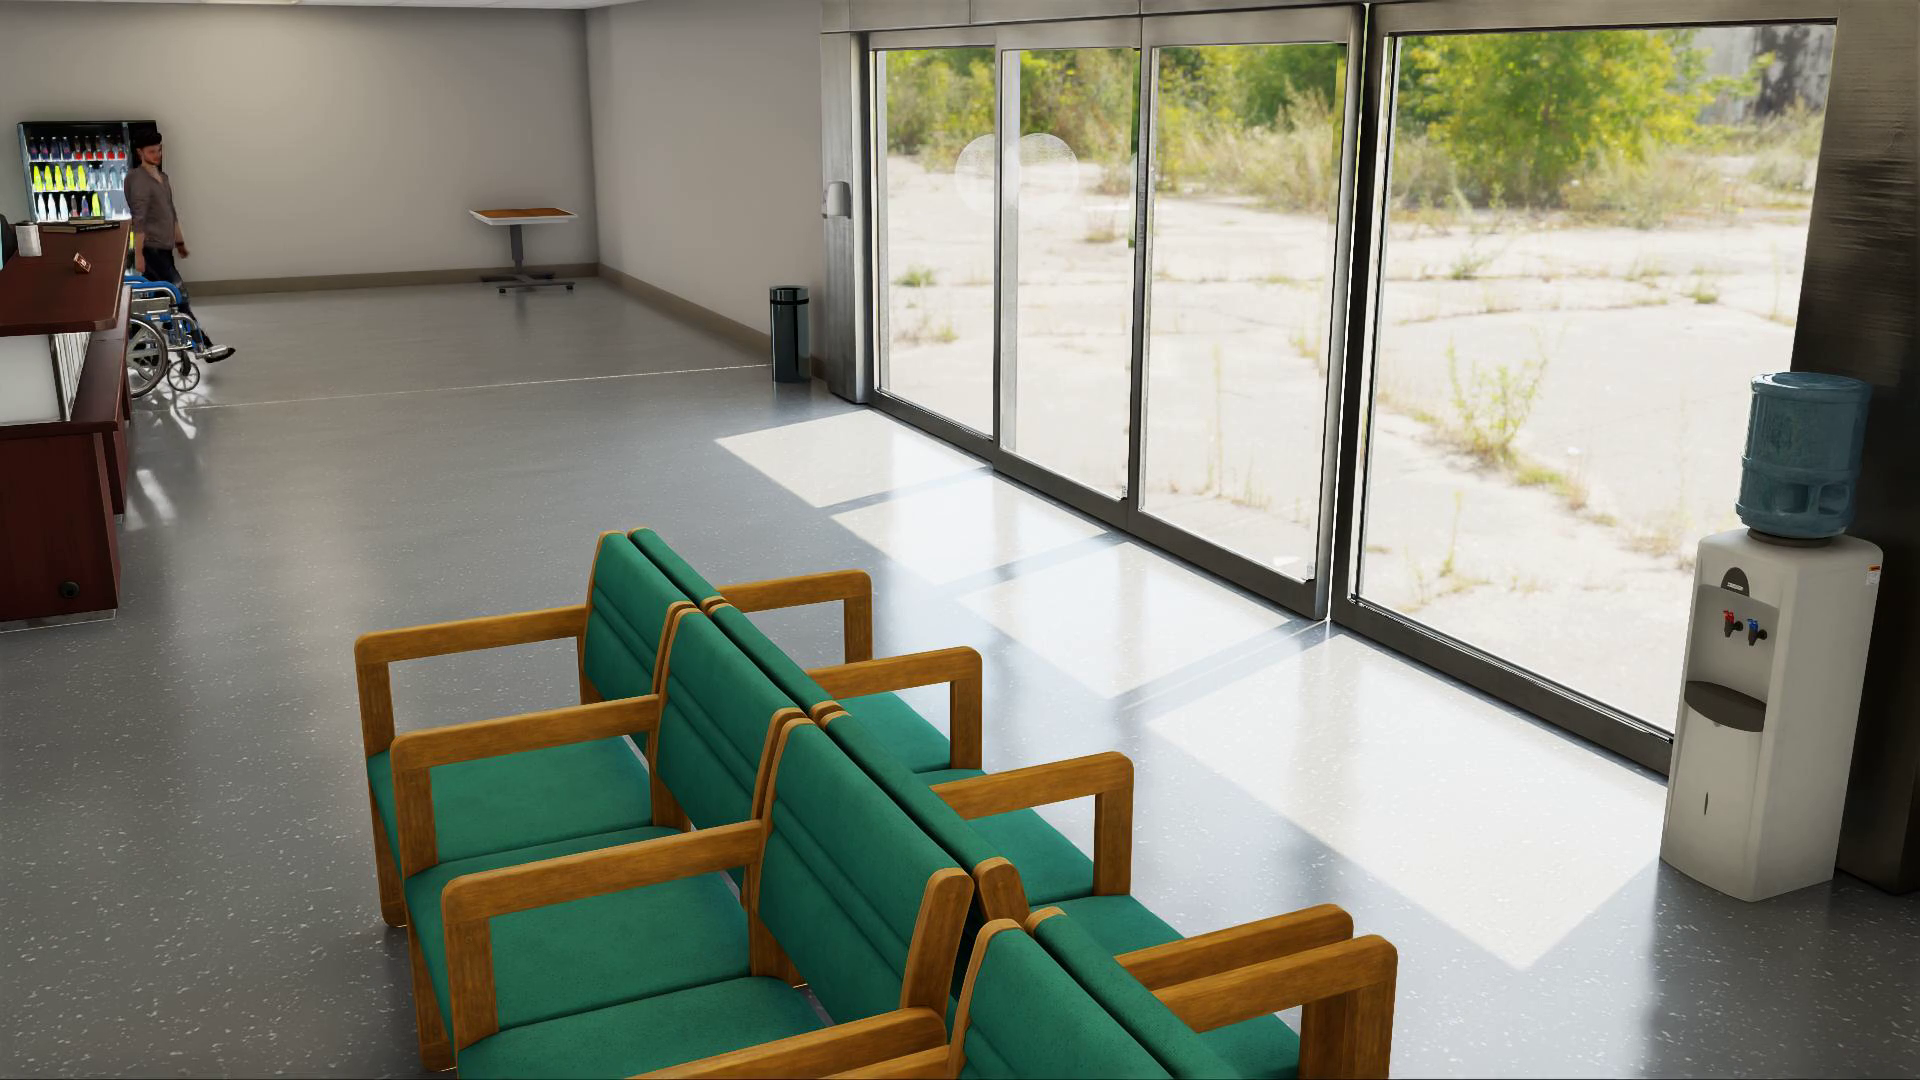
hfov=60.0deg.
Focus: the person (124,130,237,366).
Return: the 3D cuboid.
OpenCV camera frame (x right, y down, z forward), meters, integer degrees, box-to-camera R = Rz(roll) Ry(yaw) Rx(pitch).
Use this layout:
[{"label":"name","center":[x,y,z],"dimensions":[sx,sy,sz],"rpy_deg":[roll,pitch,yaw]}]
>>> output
[{"label":"person","center":[-6.420,-2.247,13.090],"dimensions":[1.167,1.851,1.012],"rpy_deg":[-4,16,-14]}]
